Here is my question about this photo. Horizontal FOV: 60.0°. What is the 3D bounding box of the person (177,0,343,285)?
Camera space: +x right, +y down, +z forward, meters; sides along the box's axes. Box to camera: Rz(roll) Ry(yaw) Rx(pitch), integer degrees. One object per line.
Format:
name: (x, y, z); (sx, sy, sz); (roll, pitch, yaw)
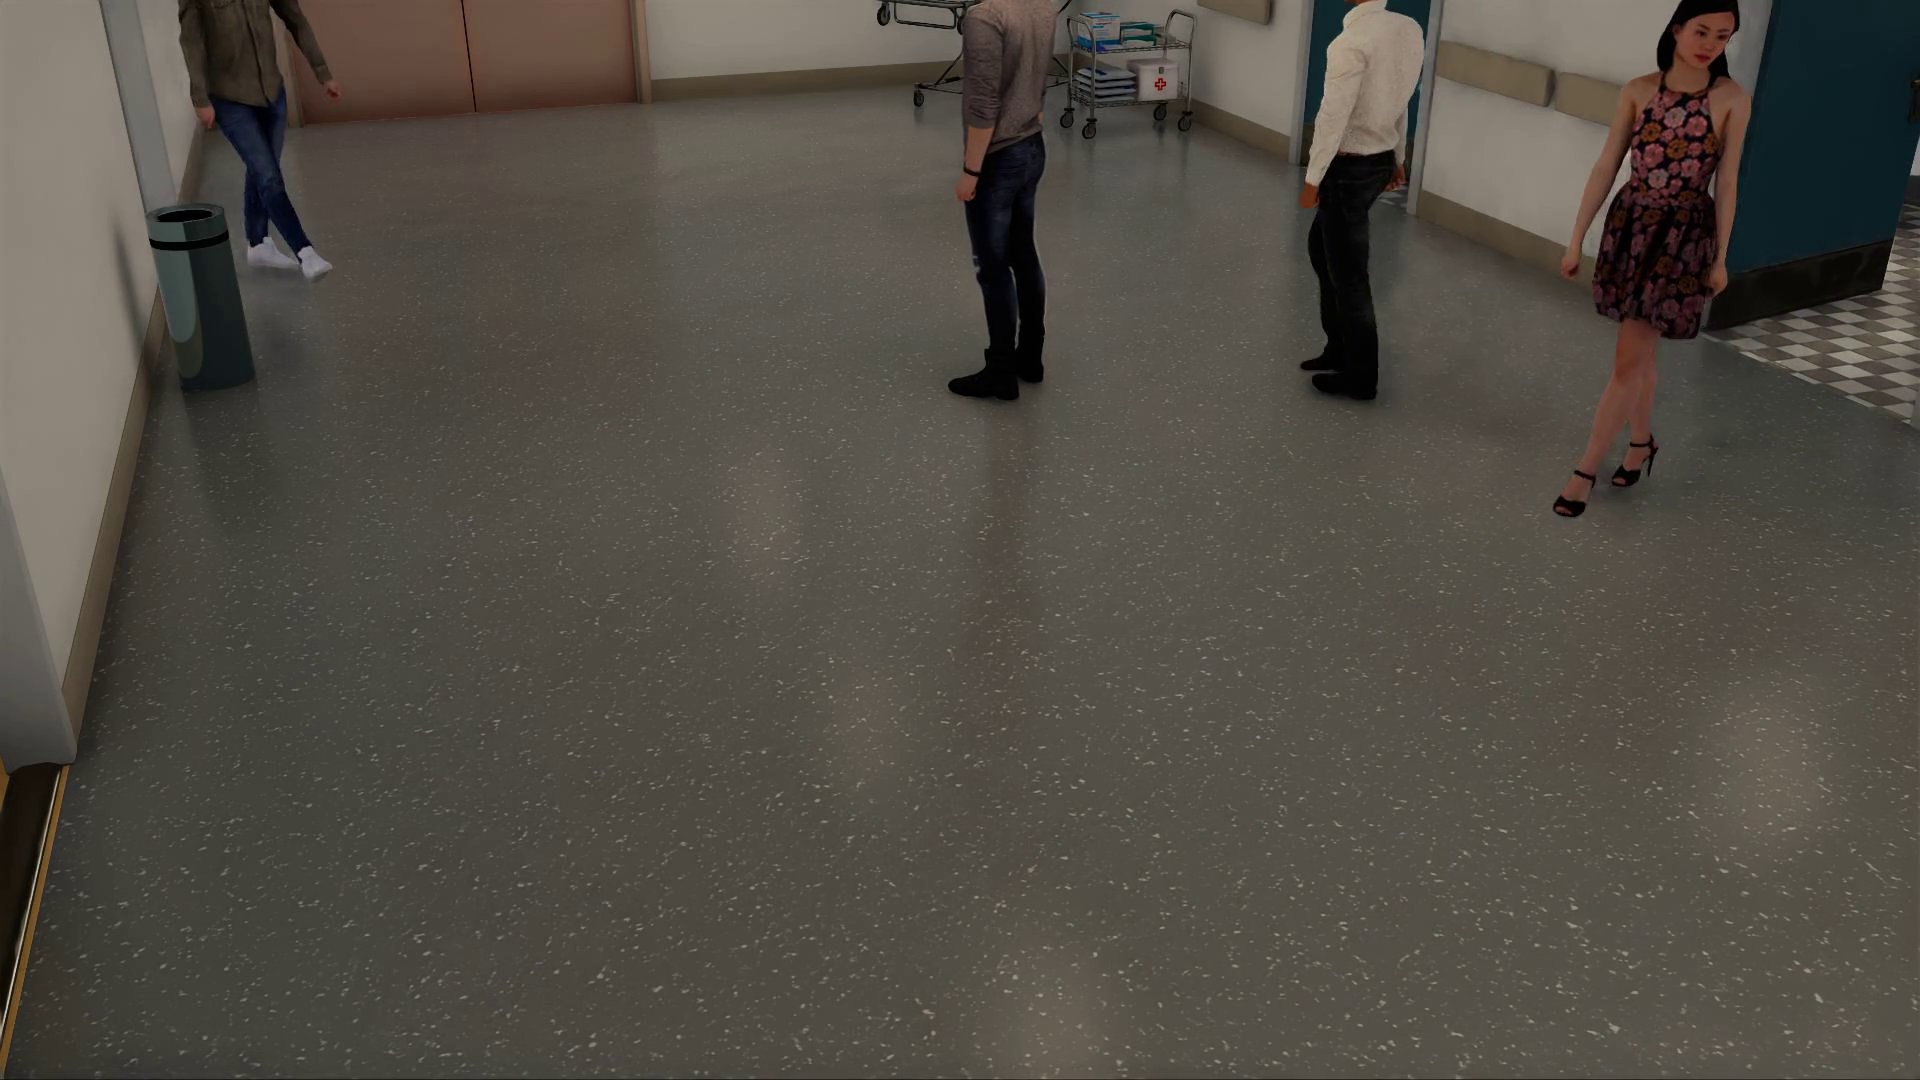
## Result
person: (-3.468, -2.143, 7.998); (1.215, 1.819, 1.095); (15, 30, 28)

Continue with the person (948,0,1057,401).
person: (0.178, -1.503, 6.575); (0.807, 1.903, 0.784); (15, 30, 29)

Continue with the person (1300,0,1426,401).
person: (1.623, -1.398, 6.478); (0.840, 1.799, 0.827); (19, 32, 35)

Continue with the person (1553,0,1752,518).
person: (2.390, -0.951, 5.619); (0.996, 1.740, 0.963); (23, 34, 39)
